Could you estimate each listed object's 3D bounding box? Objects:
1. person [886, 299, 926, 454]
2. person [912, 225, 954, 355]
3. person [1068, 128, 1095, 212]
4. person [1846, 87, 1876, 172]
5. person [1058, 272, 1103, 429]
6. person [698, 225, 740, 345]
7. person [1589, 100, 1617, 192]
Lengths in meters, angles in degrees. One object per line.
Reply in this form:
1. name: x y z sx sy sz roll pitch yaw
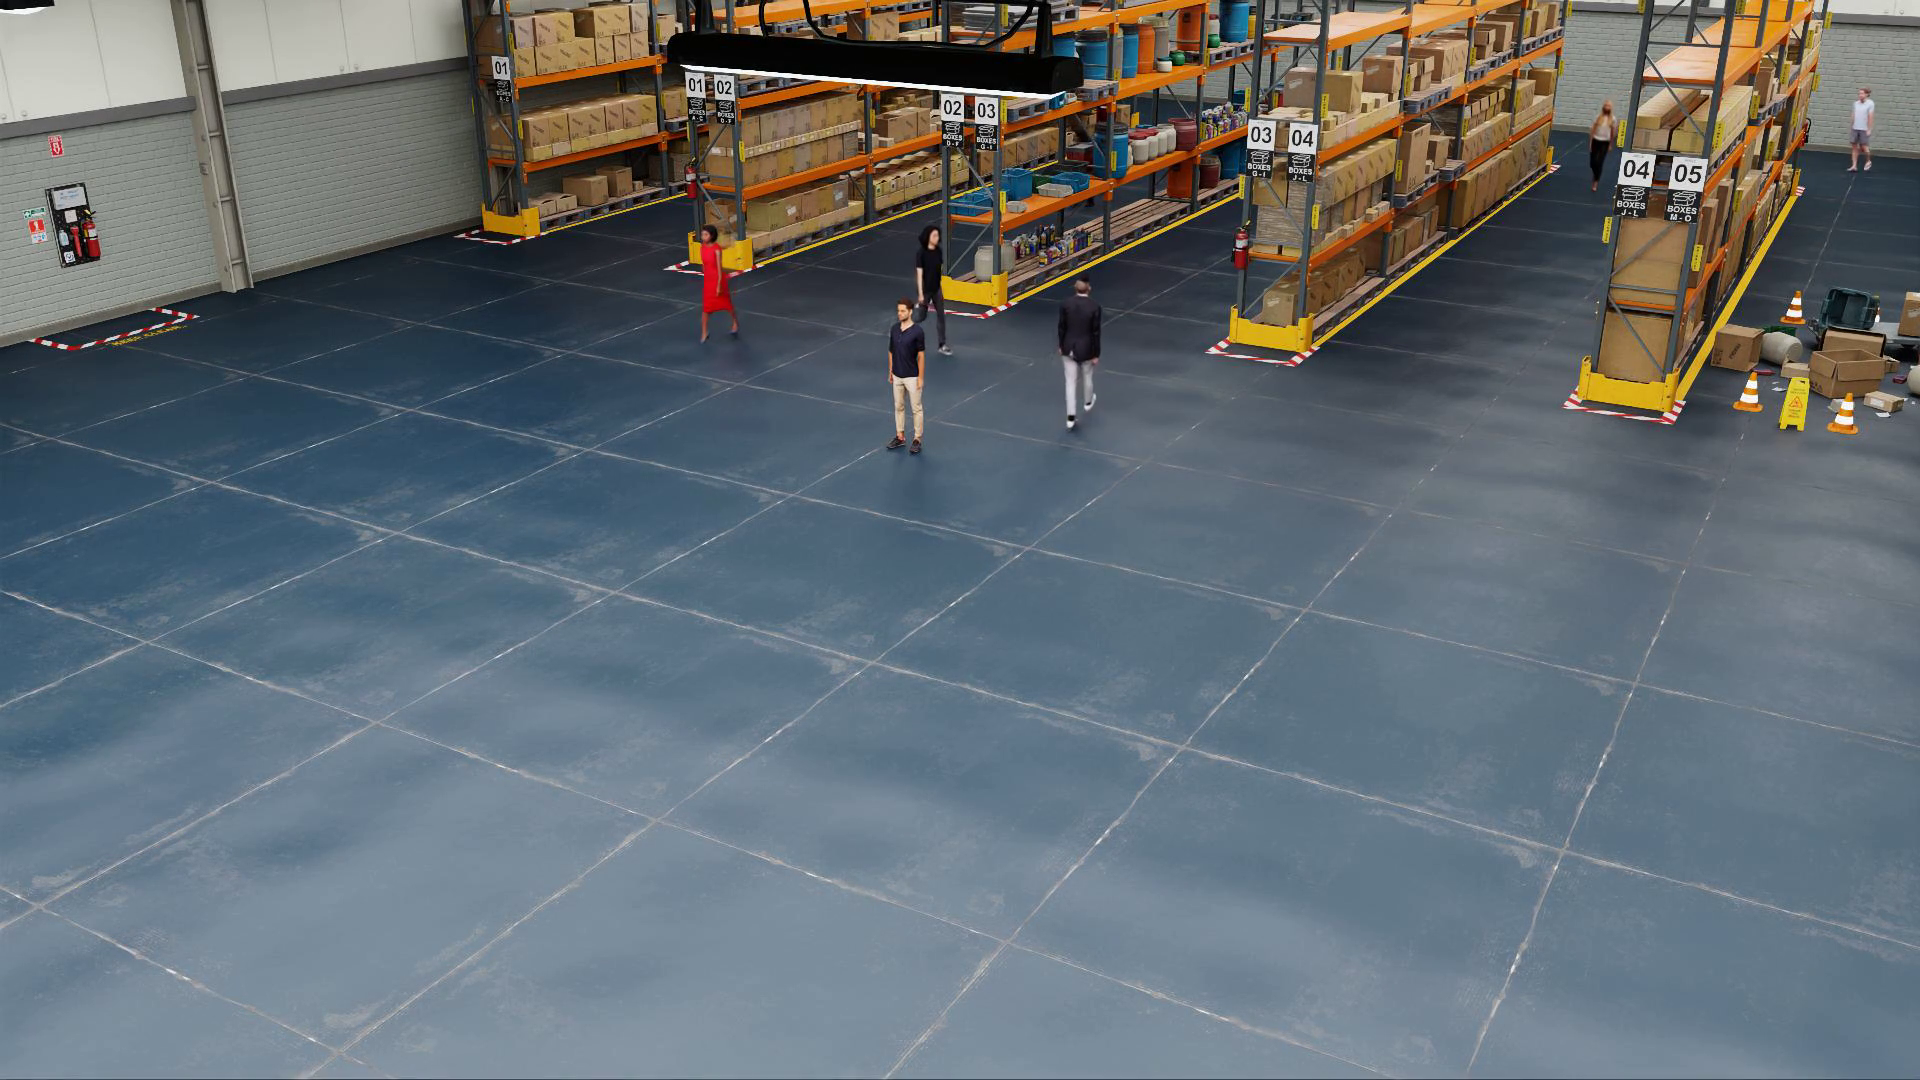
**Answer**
1. person: -0.626 -1.966 19.741 0.627 1.858 0.519 14 27 29
2. person: -0.490 -3.567 23.580 1.152 1.801 0.957 -19 29 -37
3. person: 2.432 -7.210 32.467 0.831 1.550 1.204 20 30 39
4. person: 19.667 -8.918 36.152 0.976 1.809 0.899 -12 26 -25
5. person: 1.438 -2.319 20.516 0.919 1.903 1.264 6 24 14
6. person: -3.470 -3.691 24.007 0.566 1.695 1.047 12 26 27
7. person: 13.237 -8.155 34.362 0.635 1.805 1.063 11 25 23
